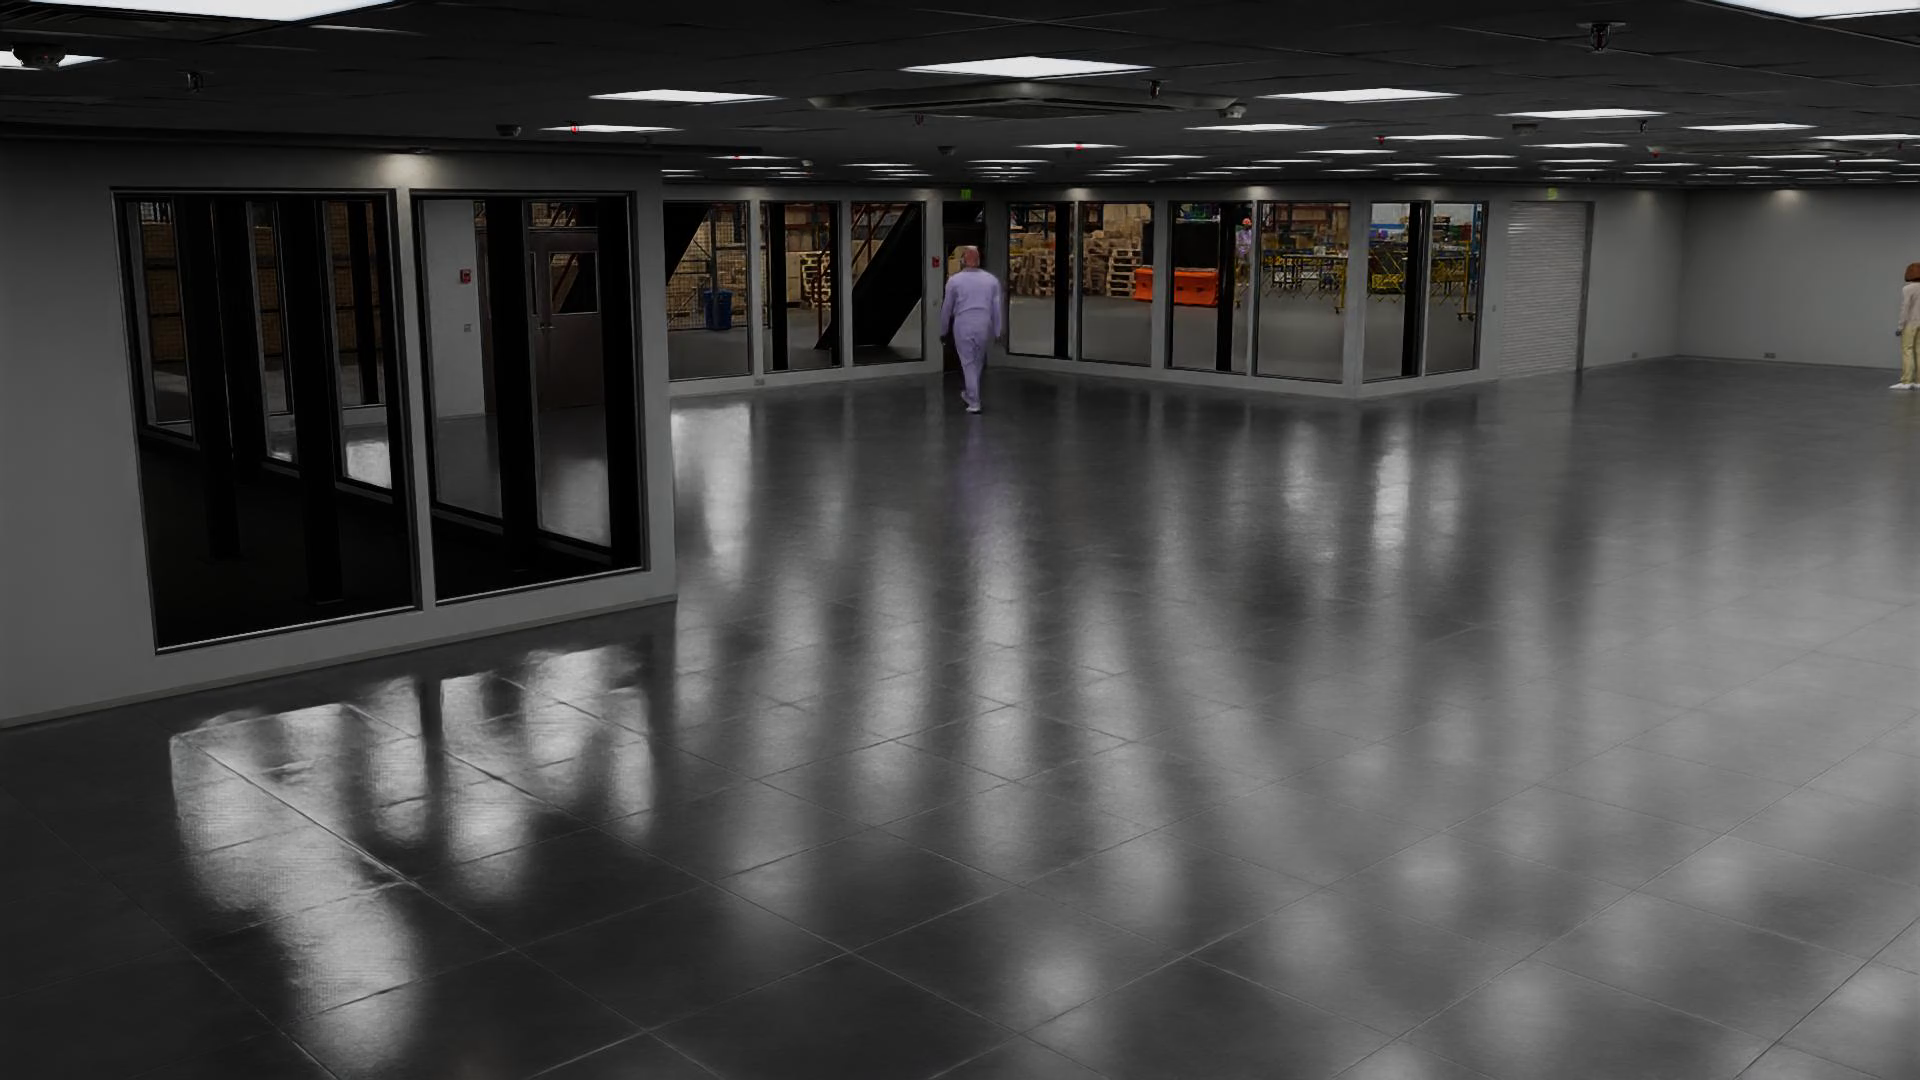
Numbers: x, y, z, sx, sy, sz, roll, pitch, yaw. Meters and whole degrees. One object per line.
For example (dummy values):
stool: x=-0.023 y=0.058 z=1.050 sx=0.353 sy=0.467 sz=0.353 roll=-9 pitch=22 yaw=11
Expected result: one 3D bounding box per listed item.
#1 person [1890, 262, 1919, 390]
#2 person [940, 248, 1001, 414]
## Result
person: x=12.283 y=-2.756 z=21.457 sx=0.504 sy=1.631 sz=0.280 roll=-5 pitch=12 yaw=-23
person: x=0.084 y=-2.414 z=19.160 sx=0.678 sy=1.856 sz=0.965 roll=-4 pitch=12 yaw=-20
